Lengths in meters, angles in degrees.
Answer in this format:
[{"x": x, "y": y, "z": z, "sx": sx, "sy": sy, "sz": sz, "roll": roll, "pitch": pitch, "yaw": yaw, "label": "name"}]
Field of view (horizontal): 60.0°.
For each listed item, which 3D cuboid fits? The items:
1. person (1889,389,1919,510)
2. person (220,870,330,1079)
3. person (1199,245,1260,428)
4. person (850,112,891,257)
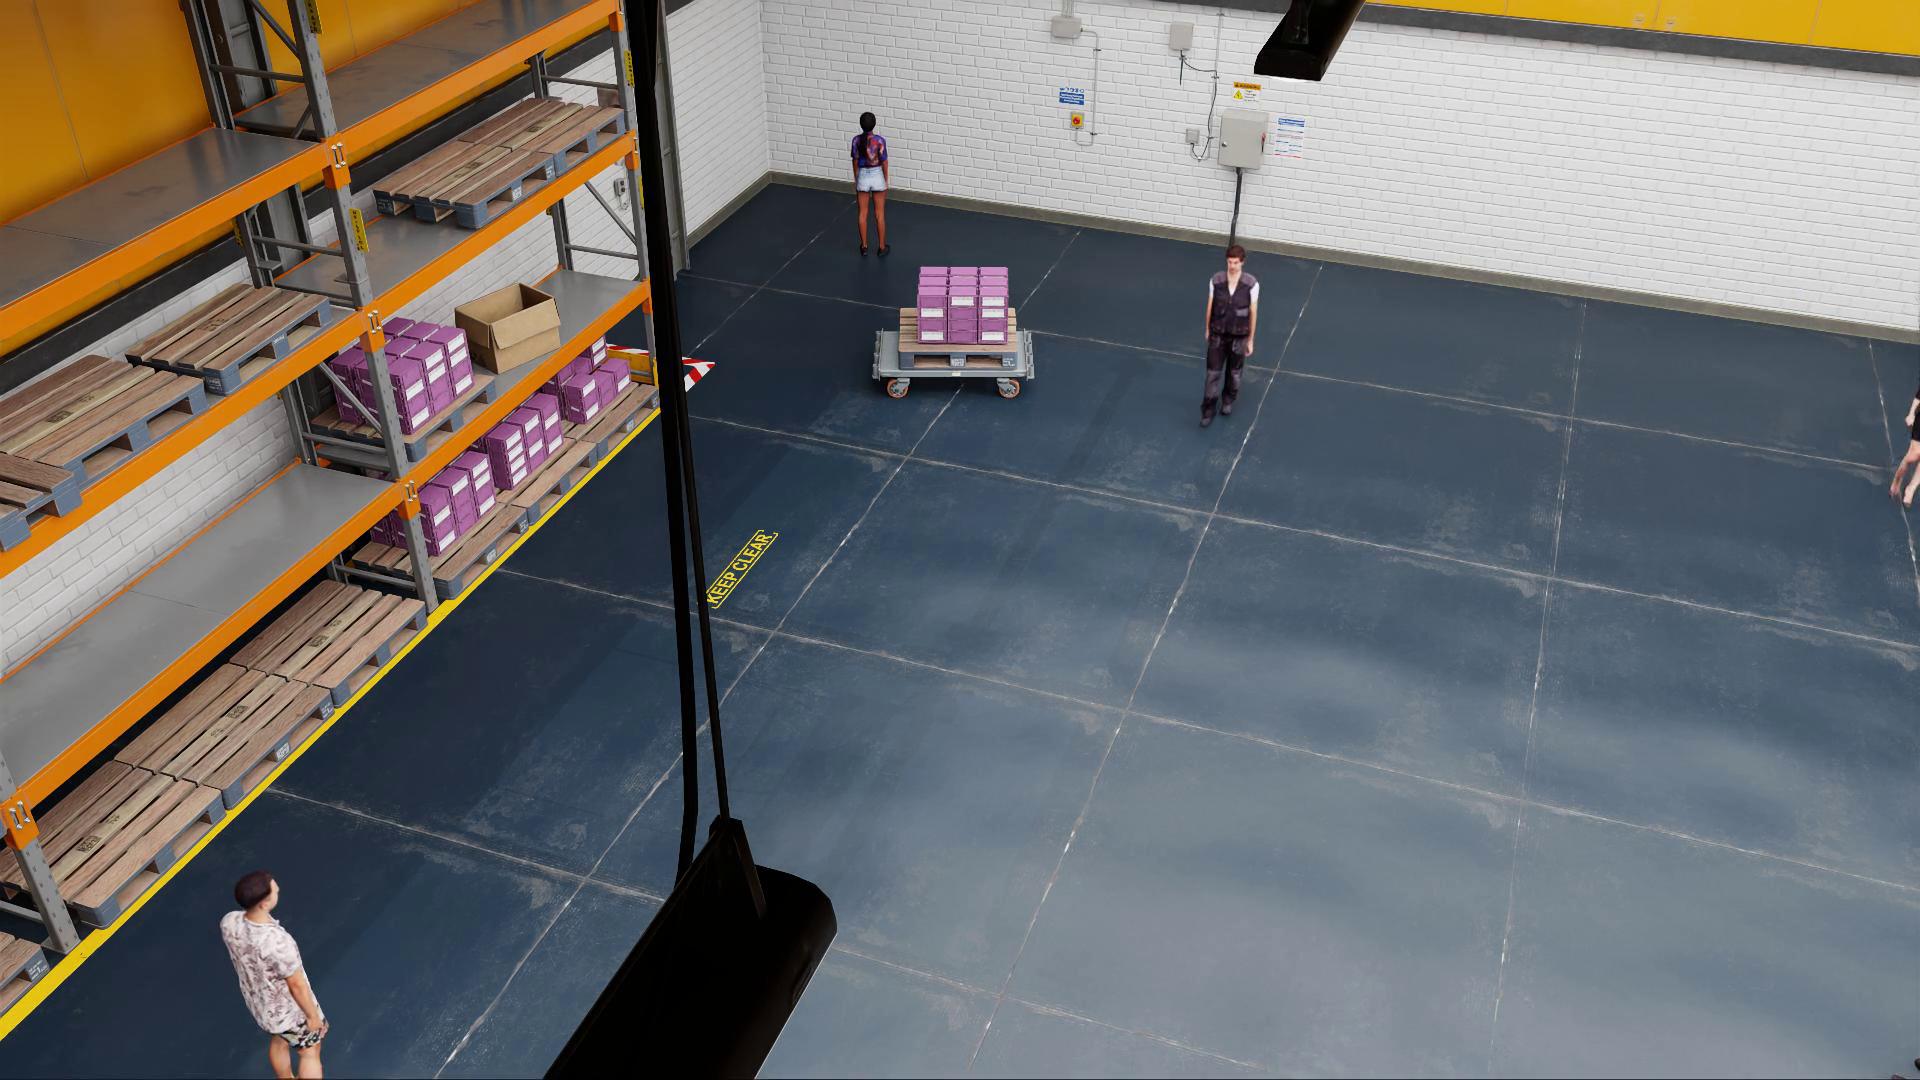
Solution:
[{"x": 8.729, "y": -1.098, "z": 14.897, "sx": 0.634, "sy": 1.790, "sz": 0.617, "roll": 7, "pitch": 34, "yaw": 10, "label": "person"}, {"x": -3.841, "y": 2.573, "z": 9.356, "sx": 0.703, "sy": 1.811, "sz": 0.624, "roll": 17, "pitch": 37, "yaw": 24, "label": "person"}, {"x": 2.668, "y": -2.062, "z": 16.315, "sx": 0.710, "sy": 1.827, "sz": 0.954, "roll": 7, "pitch": 34, "yaw": 11, "label": "person"}, {"x": -1.058, "y": -4.213, "z": 19.627, "sx": 0.635, "sy": 1.743, "sz": 0.583, "roll": 4, "pitch": 34, "yaw": 6, "label": "person"}]
